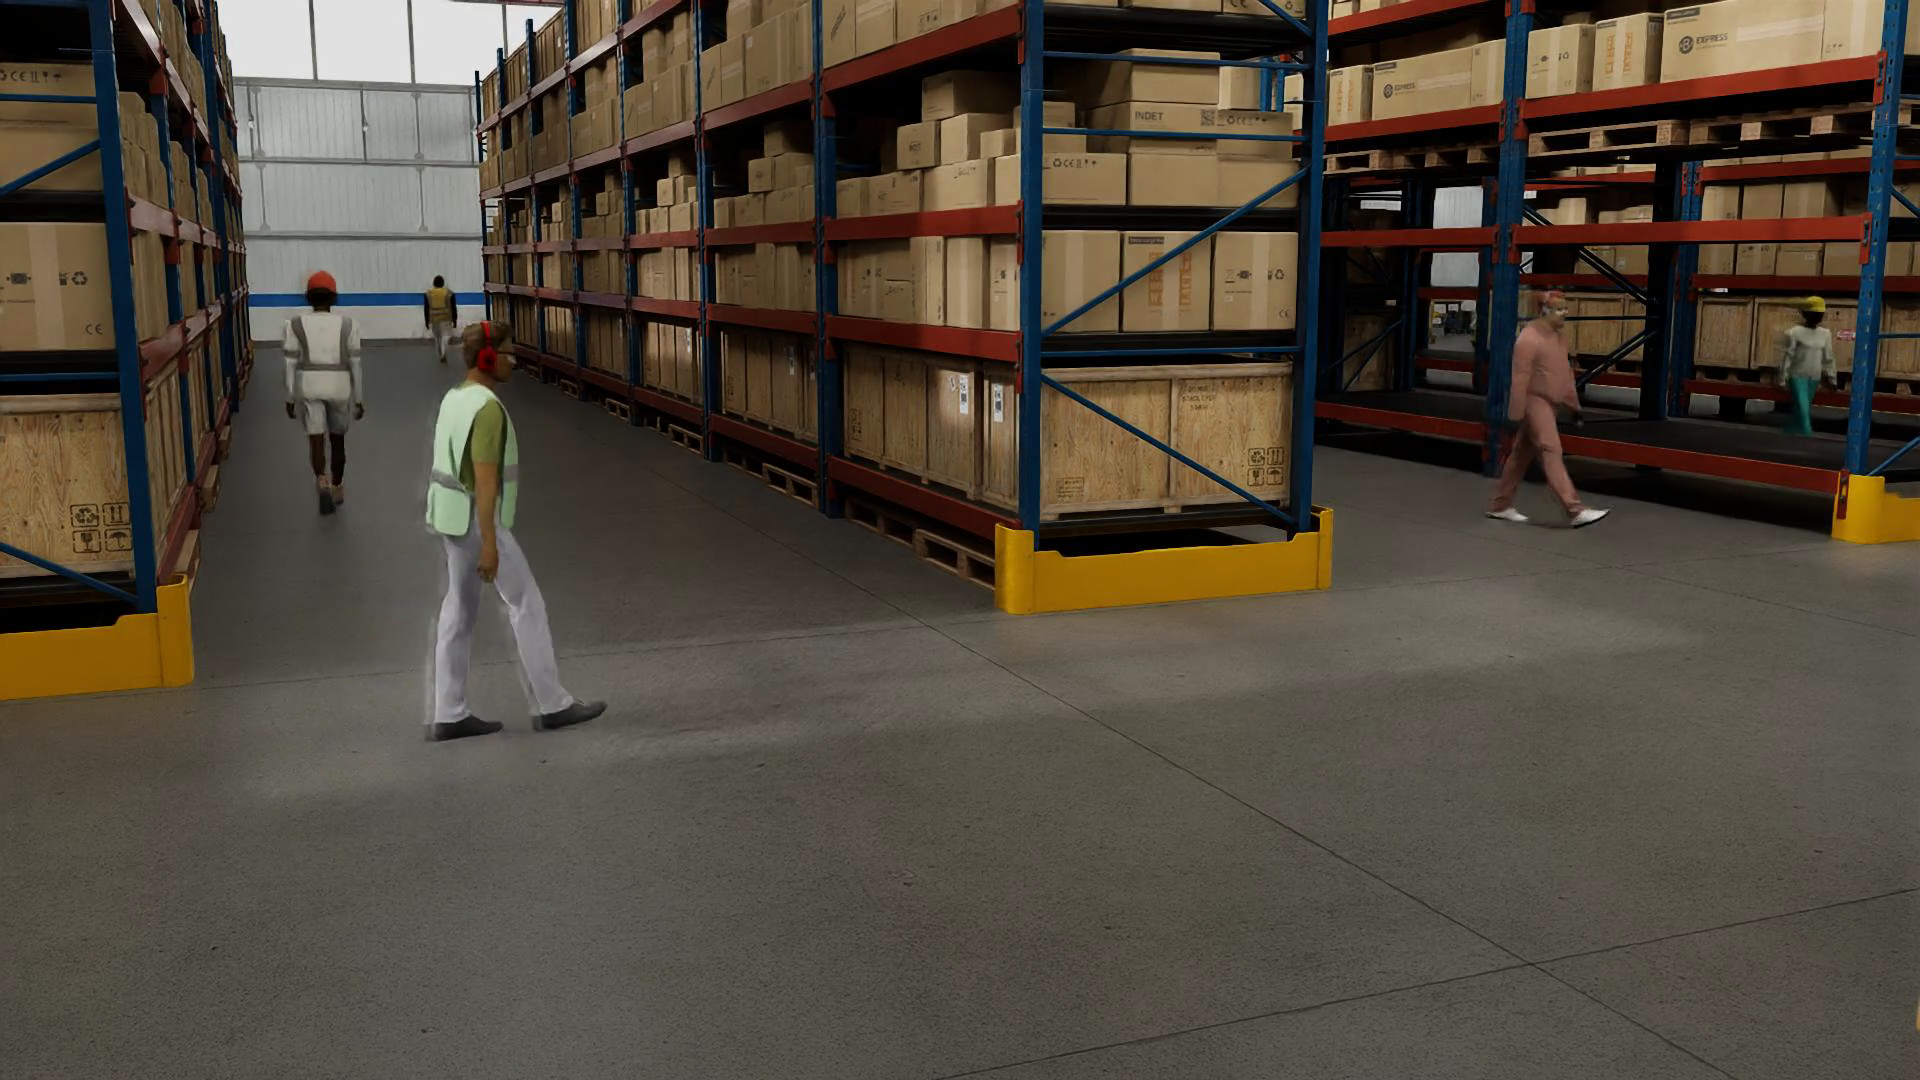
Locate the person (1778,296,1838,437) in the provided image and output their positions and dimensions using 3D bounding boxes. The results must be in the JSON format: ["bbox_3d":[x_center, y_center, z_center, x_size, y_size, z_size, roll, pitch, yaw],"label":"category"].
[{"bbox_3d":[8.761,-1.637,17.110,0.549,1.714,0.891,-2,10,-13],"label":"person"}]

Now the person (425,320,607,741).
[{"bbox_3d":[-1.958,-0.042,7.283,0.840,1.812,0.603,-6,11,-32],"label":"person"}]

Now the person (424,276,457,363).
[{"bbox_3d":[-10.762,-4.573,34.463,0.629,1.807,0.937,-2,10,-10],"label":"person"}]

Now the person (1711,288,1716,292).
[{"bbox_3d":[16.738,-4.958,36.744,0.432,1.851,0.606,-2,10,-10],"label":"person"}]

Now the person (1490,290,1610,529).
[{"bbox_3d":[4.652,-1.016,13.046,1.024,1.847,0.642,7,12,37],"label":"person"}]

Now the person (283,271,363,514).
[{"bbox_3d":[-5.295,-1.234,13.871,0.617,2.012,0.940,-4,10,-22],"label":"person"}]
